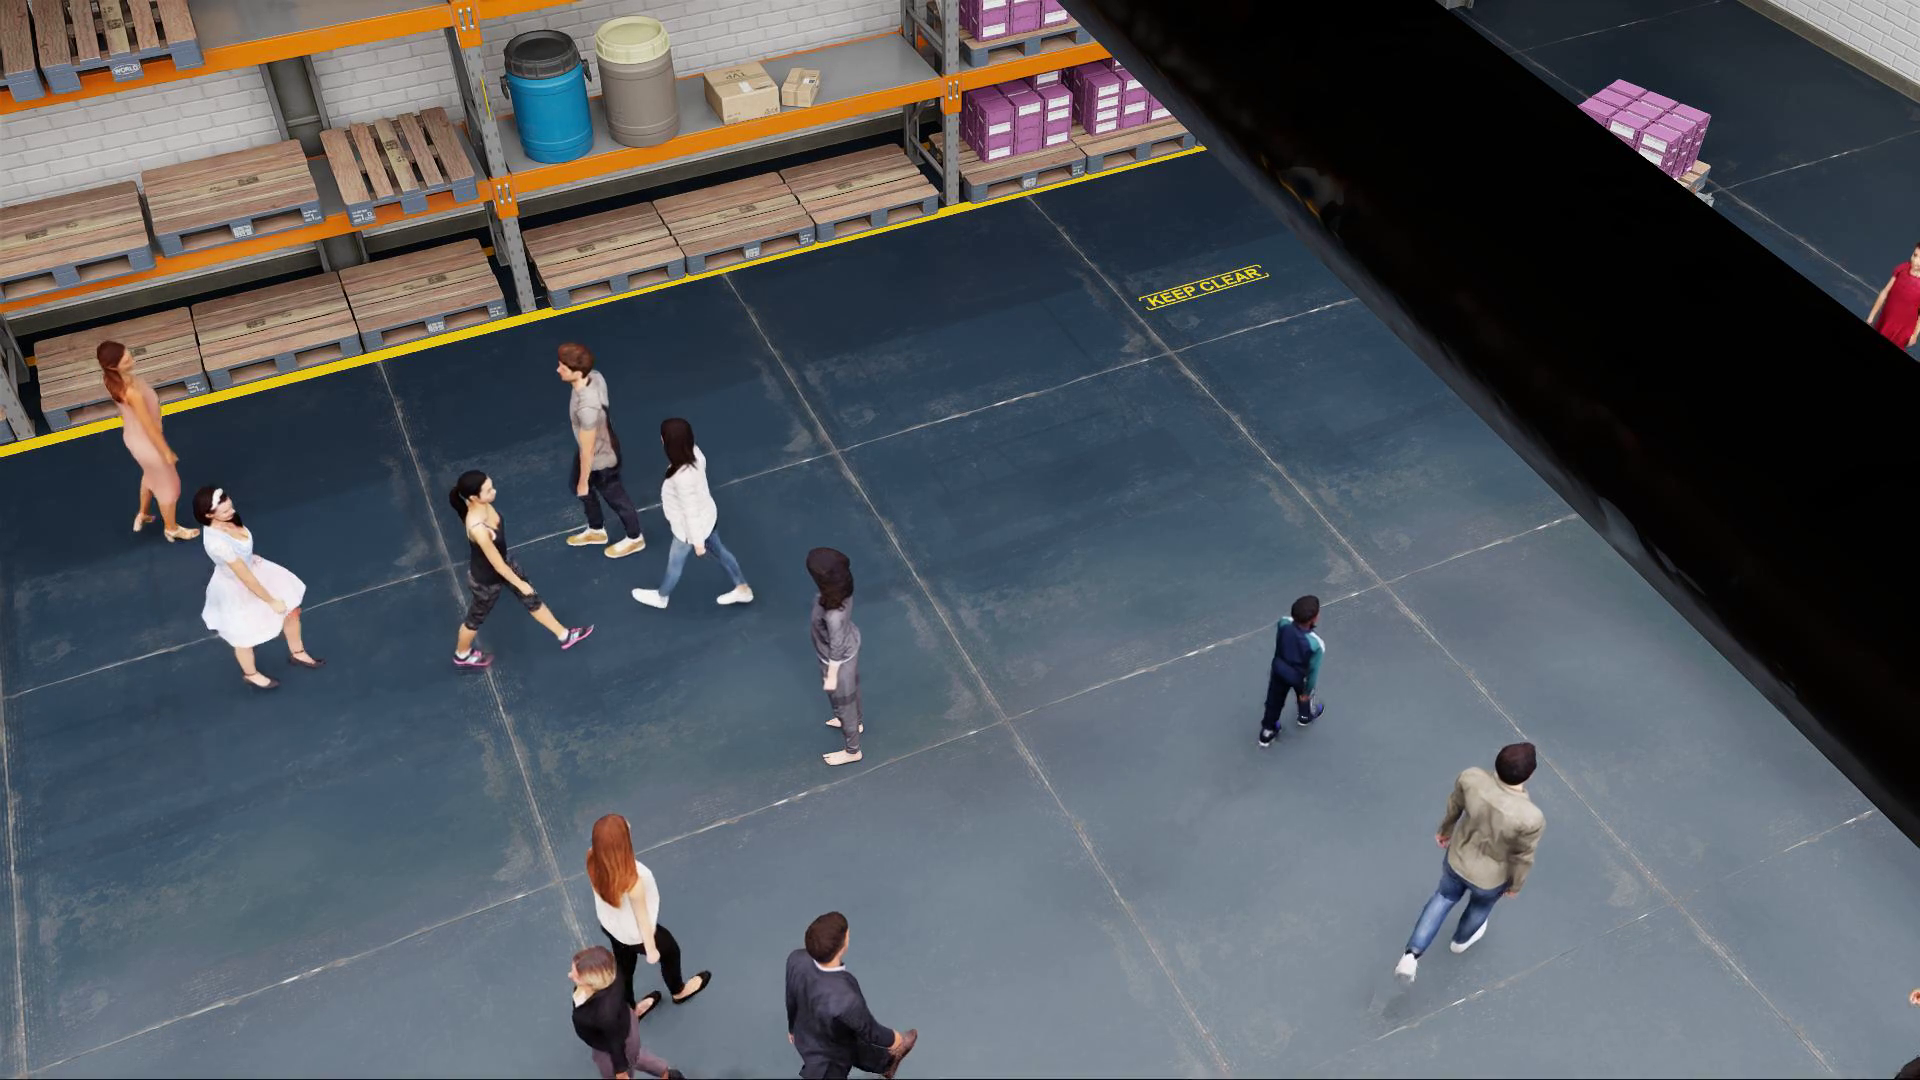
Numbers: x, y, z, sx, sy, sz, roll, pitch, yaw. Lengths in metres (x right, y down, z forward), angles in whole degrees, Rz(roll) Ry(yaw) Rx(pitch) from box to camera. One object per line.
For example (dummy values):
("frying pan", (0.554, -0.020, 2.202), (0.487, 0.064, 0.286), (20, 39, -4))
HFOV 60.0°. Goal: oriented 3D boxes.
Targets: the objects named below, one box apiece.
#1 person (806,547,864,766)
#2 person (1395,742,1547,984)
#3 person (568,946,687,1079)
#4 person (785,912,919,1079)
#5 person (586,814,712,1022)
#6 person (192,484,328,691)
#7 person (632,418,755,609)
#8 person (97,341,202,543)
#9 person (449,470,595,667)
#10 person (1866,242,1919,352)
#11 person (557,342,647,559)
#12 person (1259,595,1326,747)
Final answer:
("person", (-0.731, 0.701, 10.192), (0.684, 1.760, 0.678), (4, 44, 4))
("person", (2.753, 1.782, 8.996), (1.140, 1.846, 0.920), (-33, 53, -30))
("person", (-1.643, 2.500, 8.377), (0.759, 1.659, 0.674), (-10, 45, -11))
("person", (-0.714, 2.564, 8.210), (1.330, 1.798, 0.883), (-31, 52, -28))
("person", (-1.791, 2.085, 8.776), (0.761, 1.710, 0.861), (30, 51, 28))
("person", (-4.613, 0.378, 10.514), (0.908, 1.783, 0.761), (-9, 44, -9))
("person", (-1.709, -0.129, 11.191), (1.163, 1.584, 0.933), (0, 44, 0))
("person", (-5.706, -0.668, 11.596), (0.845, 1.807, 0.816), (26, 50, 25))
("person", (-3.122, 0.252, 10.725), (1.231, 1.677, 0.816), (-6, 44, -7))
("person", (7.295, -1.694, 12.875), (1.032, 1.528, 0.602), (-21, 48, -21))
("person", (-2.406, -0.608, 11.483), (0.845, 1.875, 0.775), (-10, 45, -10))
("person", (2.046, 0.842, 10.421), (0.676, 1.240, 0.821), (31, 52, 29))
